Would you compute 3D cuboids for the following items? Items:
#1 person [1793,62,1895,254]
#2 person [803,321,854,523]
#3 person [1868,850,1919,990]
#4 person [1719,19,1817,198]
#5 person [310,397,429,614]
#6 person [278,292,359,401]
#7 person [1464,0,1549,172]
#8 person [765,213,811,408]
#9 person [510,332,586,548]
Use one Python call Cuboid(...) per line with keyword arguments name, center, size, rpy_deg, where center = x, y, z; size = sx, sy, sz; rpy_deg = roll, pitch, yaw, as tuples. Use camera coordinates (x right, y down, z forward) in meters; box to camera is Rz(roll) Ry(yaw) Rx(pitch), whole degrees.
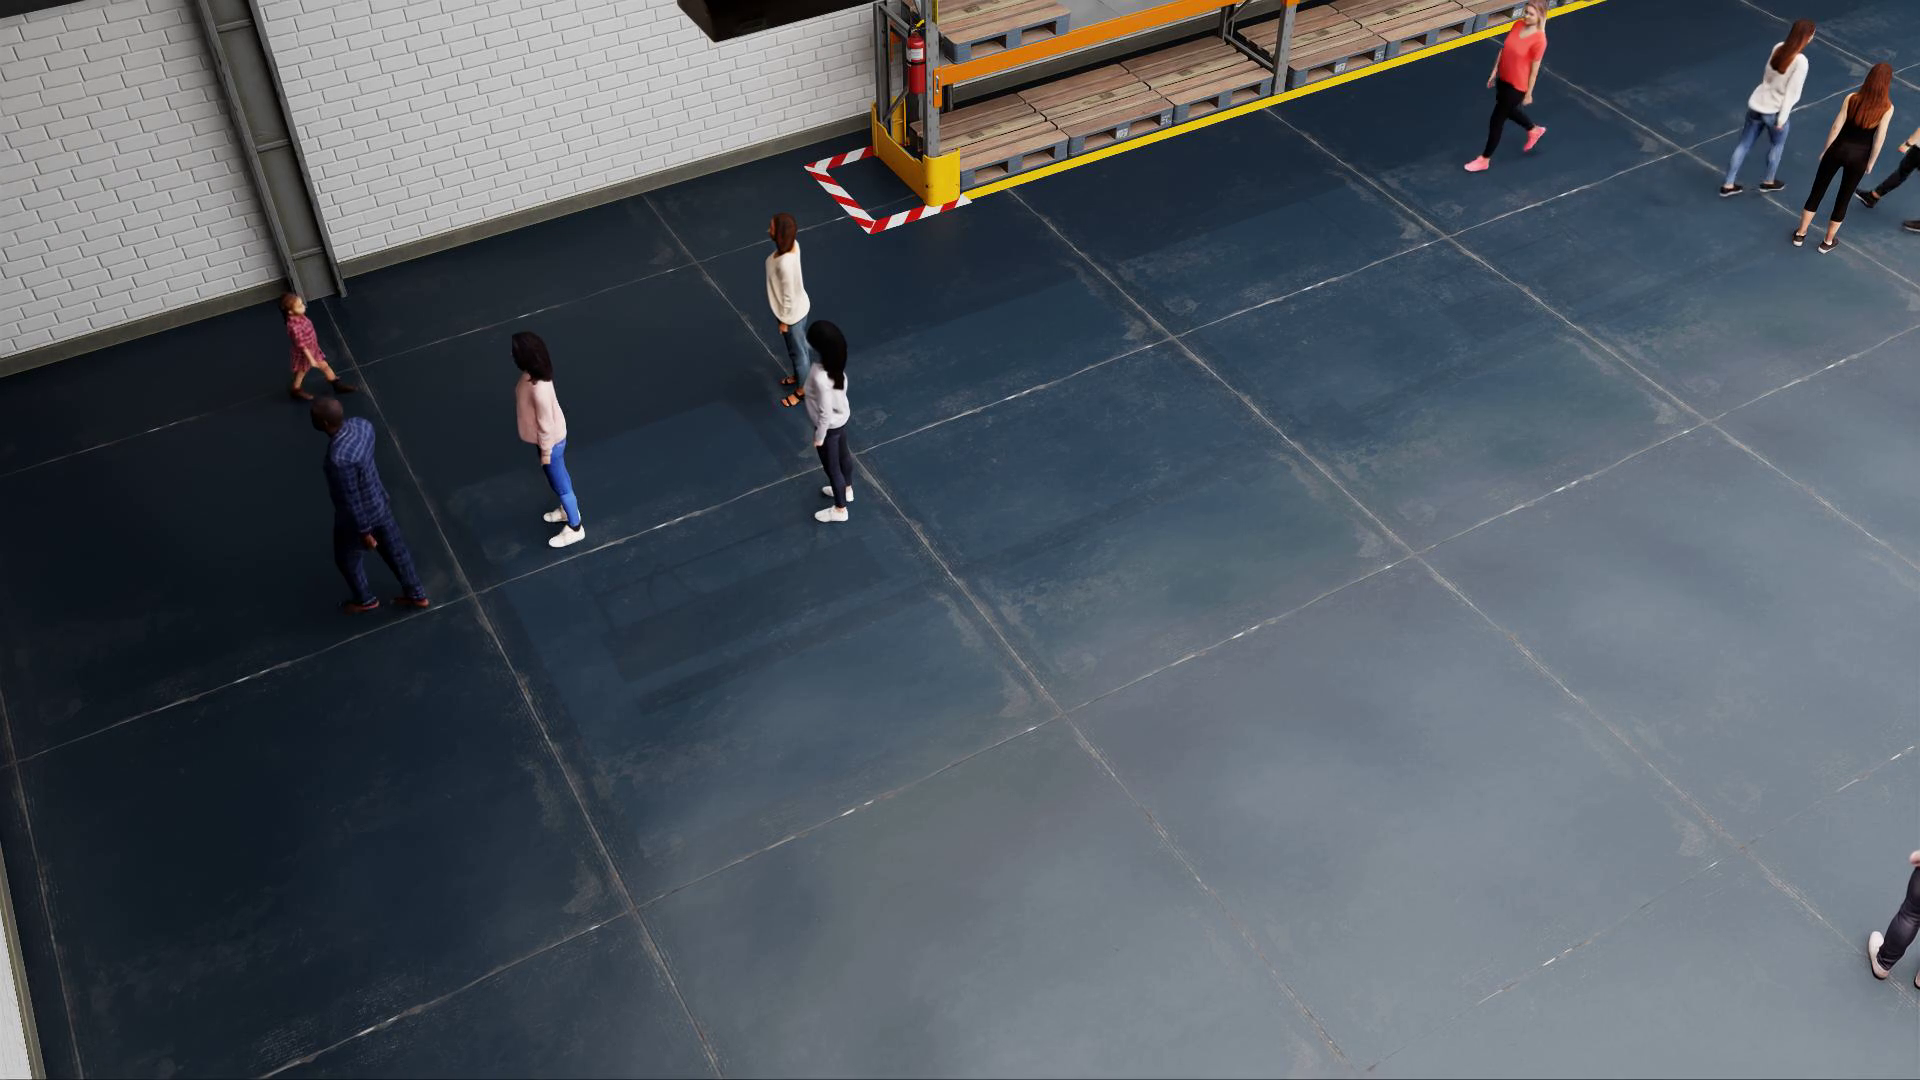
Cuboid(name="person", center=(7.601, -3.286, 14.267), size=(0.650, 1.725, 0.644), rpy_deg=(26, 49, 25))
Cuboid(name="person", center=(-0.904, -0.848, 11.725), size=(0.752, 1.701, 0.708), rpy_deg=(7, 44, 7))
Cuboid(name="person", center=(5.361, 1.774, 8.885), size=(0.782, 1.822, 0.797), rpy_deg=(18, 47, 18))
Cuboid(name="person", center=(7.165, -3.821, 14.872), size=(0.892, 1.664, 0.698), rpy_deg=(-13, 45, -13))
Cuboid(name="person", center=(-3.845, -0.193, 10.961), size=(1.007, 1.806, 0.934), rpy_deg=(3, 44, 4))
Cuboid(name="person", center=(-5.126, -1.483, 12.895), size=(0.793, 1.007, 0.599), rpy_deg=(-6, 44, -6))
Cuboid(name="person", center=(5.154, -4.179, 15.246), size=(1.133, 1.667, 0.749), rpy_deg=(-12, 45, -13))
Cuboid(name="person", center=(-1.288, -1.778, 12.714), size=(0.696, 1.683, 0.698), rpy_deg=(-2, 44, -2))
Cuboid(name="person", center=(-2.851, -0.713, 11.535), size=(0.631, 1.768, 0.695), rpy_deg=(-11, 45, -11))
